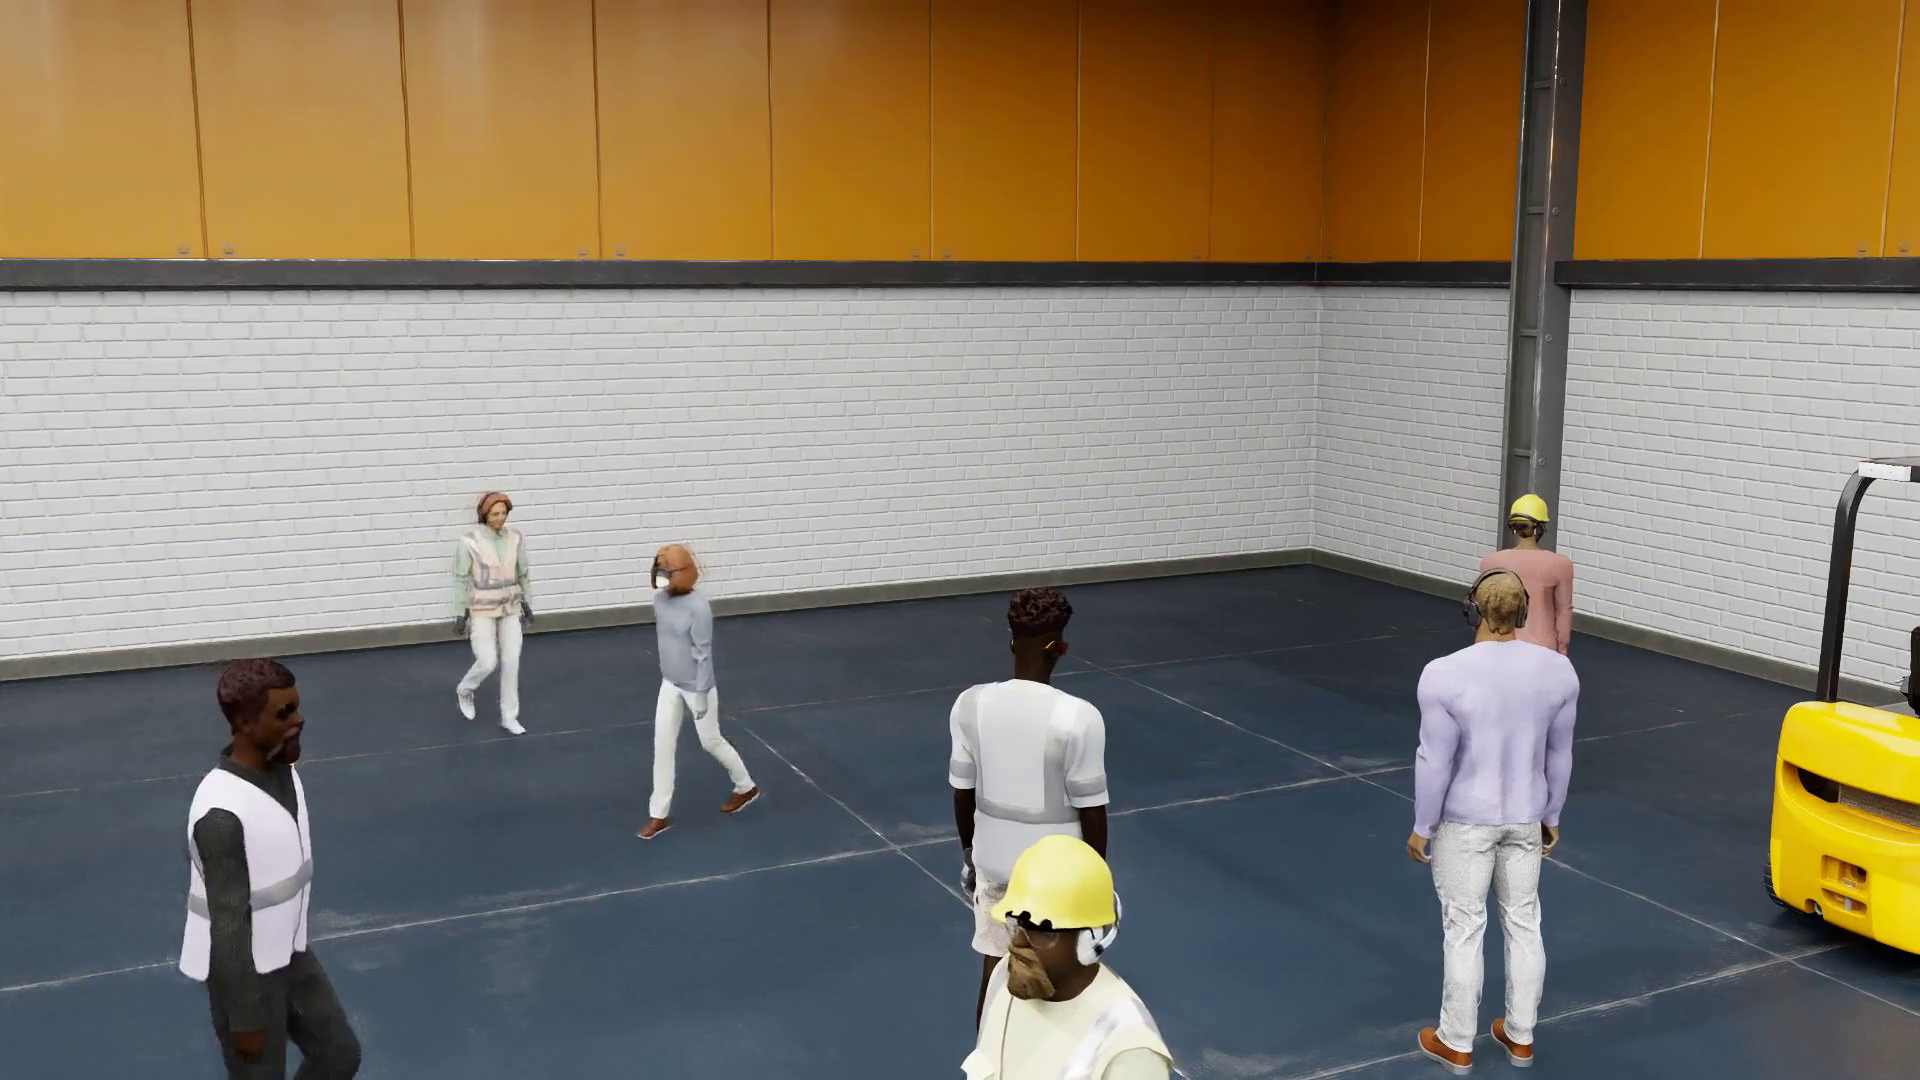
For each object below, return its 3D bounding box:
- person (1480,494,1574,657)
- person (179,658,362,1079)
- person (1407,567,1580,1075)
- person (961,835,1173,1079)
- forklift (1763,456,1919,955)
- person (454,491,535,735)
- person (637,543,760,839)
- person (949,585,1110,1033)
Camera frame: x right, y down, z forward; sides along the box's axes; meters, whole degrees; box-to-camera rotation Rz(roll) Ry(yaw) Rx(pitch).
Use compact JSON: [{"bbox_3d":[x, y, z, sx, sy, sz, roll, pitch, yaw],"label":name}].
[{"bbox_3d":[3.251,0.617,9.608,0.524,1.764,0.329,3,10,17],"label":"person"},{"bbox_3d":[-2.080,1.285,5.004,0.461,1.903,0.628,-1,9,-5],"label":"person"},{"bbox_3d":[1.997,1.061,6.299,0.627,1.941,0.371,-2,9,-10],"label":"person"},{"bbox_3d":[0.200,1.535,3.678,0.403,1.837,0.590,-6,11,-31],"label":"person"},{"bbox_3d":[4.857,0.731,7.561,2.313,2.155,1.214,-4,10,-25],"label":"forklift"},{"bbox_3d":[-3.092,0.468,10.949,0.467,1.621,0.538,9,12,43],"label":"person"},{"bbox_3d":[-1.448,0.791,9.087,0.499,1.579,0.771,7,12,39],"label":"person"},{"bbox_3d":[0.258,1.130,5.812,0.603,1.959,0.374,5,11,30],"label":"person"}]
